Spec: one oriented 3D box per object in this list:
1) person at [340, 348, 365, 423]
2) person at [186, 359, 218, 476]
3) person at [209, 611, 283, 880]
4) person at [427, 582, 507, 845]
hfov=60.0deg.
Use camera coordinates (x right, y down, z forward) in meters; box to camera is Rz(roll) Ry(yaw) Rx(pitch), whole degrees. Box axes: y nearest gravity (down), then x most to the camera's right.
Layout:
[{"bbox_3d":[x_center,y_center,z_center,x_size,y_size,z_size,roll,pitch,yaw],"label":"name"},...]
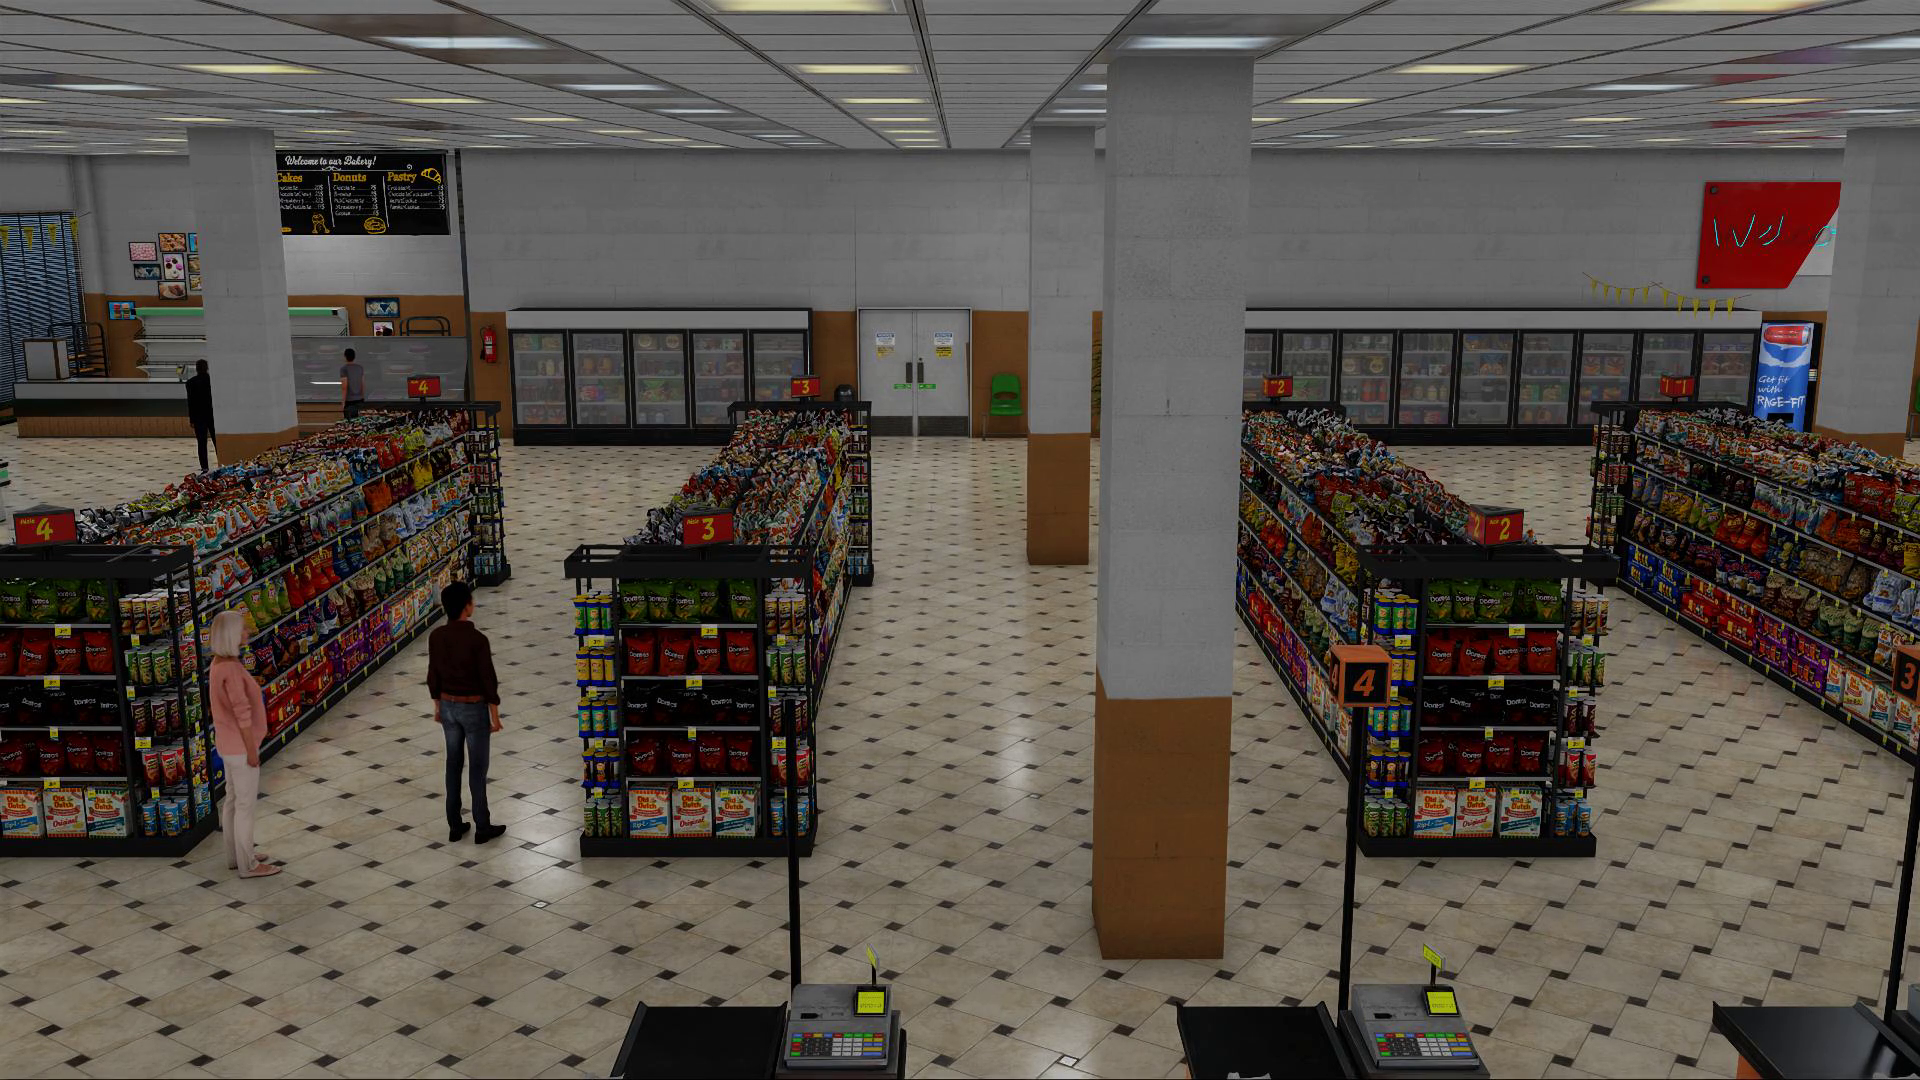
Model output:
[{"bbox_3d":[-10.068,-2.309,27.603,0.751,1.755,0.636,6,13,26],"label":"person"},{"bbox_3d":[-11.407,-1.835,25.197,0.783,1.819,0.833,-11,16,-41],"label":"person"},{"bbox_3d":[-4.601,1.288,10.592,0.740,1.725,0.654,-9,15,-37],"label":"person"},{"bbox_3d":[-3.315,1.149,11.115,0.707,1.781,0.623,4,12,16],"label":"person"}]
